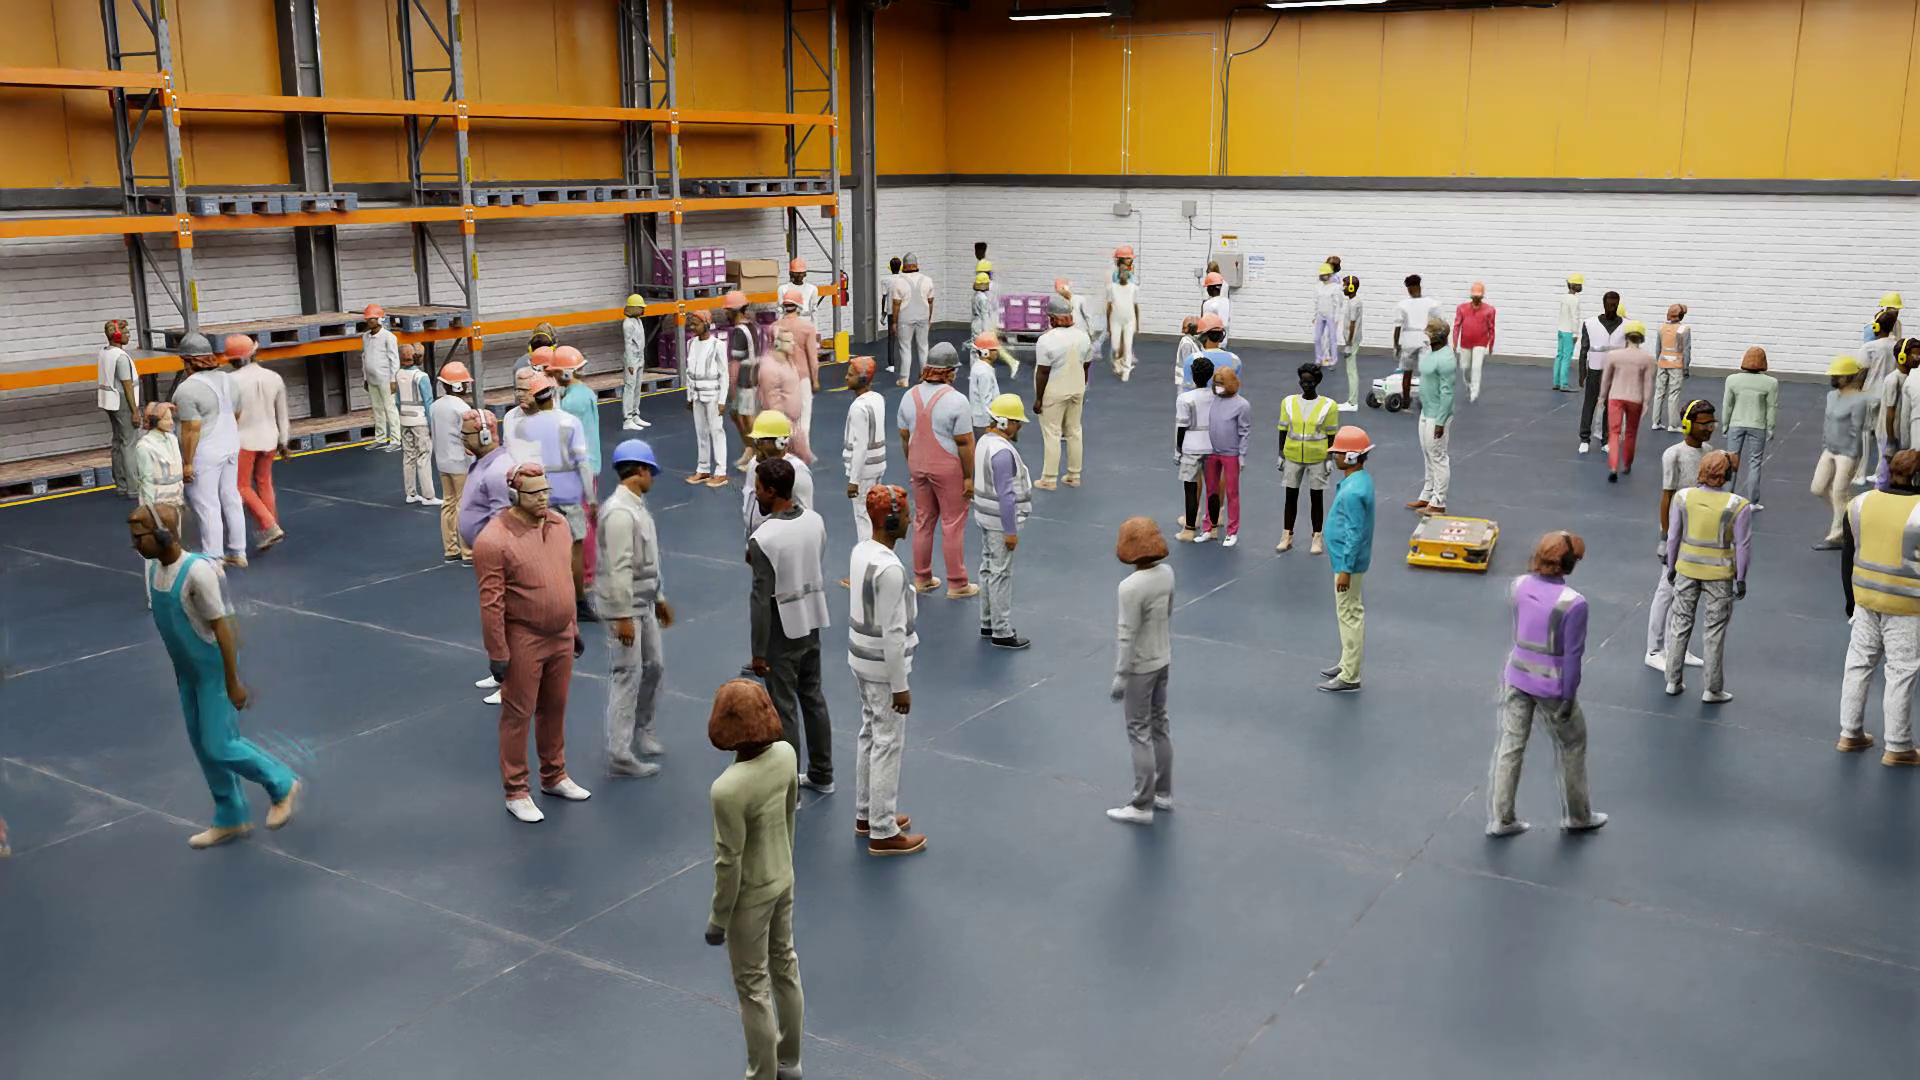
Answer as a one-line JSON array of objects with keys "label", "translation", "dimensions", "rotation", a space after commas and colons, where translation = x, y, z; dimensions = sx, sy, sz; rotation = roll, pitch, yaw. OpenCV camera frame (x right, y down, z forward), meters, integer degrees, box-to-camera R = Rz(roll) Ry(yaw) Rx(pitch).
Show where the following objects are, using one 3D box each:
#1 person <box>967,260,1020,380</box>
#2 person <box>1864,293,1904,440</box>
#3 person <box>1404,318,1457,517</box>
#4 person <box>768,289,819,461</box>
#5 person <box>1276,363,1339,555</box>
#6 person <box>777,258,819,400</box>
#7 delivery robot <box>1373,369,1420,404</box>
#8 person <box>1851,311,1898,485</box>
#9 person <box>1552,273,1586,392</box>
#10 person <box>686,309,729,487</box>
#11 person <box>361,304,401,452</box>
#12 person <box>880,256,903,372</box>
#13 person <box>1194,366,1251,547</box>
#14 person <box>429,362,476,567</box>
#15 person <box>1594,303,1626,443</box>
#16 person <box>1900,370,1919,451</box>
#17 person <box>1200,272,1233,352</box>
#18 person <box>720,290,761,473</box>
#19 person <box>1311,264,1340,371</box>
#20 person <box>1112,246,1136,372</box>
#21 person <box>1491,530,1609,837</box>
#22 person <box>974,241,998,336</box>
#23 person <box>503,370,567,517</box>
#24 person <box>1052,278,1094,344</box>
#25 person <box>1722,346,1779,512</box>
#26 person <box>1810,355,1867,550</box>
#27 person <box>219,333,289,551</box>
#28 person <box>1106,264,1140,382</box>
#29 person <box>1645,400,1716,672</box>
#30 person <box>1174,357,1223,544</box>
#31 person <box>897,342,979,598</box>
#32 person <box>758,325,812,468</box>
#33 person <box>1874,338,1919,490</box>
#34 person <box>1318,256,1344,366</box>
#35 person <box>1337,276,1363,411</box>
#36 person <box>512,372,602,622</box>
[{"label": "person", "translation": [0.520, -3.419, 25.956], "dimensions": [0.759, 1.903, 0.585], "rotation": [0, 13, 0]}, {"label": "person", "translation": [11.431, -2.153, 20.637], "dimensions": [0.585, 1.824, 0.405], "rotation": [-7, 15, -28]}, {"label": "person", "translation": [4.622, -1.194, 16.209], "dimensions": [0.374, 1.940, 0.627], "rotation": [0, 13, 1]}, {"label": "person", "translation": [-1.911, -1.882, 19.093], "dimensions": [0.625, 1.984, 0.419], "rotation": [6, 14, 24]}, {"label": "person", "translation": [3.051, -0.717, 14.669], "dimensions": [0.535, 1.697, 0.318], "rotation": [6, 14, 23]}, {"label": "person", "translation": [-2.315, -3.019, 23.892], "dimensions": [0.605, 2.045, 0.379], "rotation": [-5, 14, -21]}, {"label": "delivery robot", "translation": [6.088, -2.126, 23.079], "dimensions": [0.707, 0.478, 0.477], "rotation": [-6, 14, -23]}, {"label": "person", "translation": [9.774, -1.509, 17.762], "dimensions": [0.503, 1.861, 0.329], "rotation": [-3, 13, -12]}, {"label": "person", "translation": [9.108, -3.097, 24.848], "dimensions": [0.329, 1.765, 0.526], "rotation": [-1, 13, -3]}, {"label": "person", "translation": [-2.697, -1.510, 17.700], "dimensions": [0.578, 1.882, 0.346], "rotation": [11, 17, 39]}, {"label": "person", "translation": [-6.914, -1.927, 19.783], "dimensions": [0.572, 1.753, 0.332], "rotation": [8, 15, 31]}, {"label": "person", "translation": [-1.045, -3.677, 27.127], "dimensions": [0.520, 1.873, 0.328], "rotation": [-2, 13, -7]}, {"label": "person", "translation": [2.362, -0.758, 14.986], "dimensions": [0.498, 1.633, 0.278], "rotation": [10, 16, 37]}, {"label": "person", "translation": [-4.289, -0.652, 14.258], "dimensions": [0.562, 1.753, 0.333], "rotation": [11, 17, 41]}, {"label": "person", "translation": [8.046, -2.054, 20.425], "dimensions": [0.485, 1.719, 0.778], "rotation": [2, 13, 10]}, {"label": "person", "translation": [8.657, -0.835, 14.722], "dimensions": [0.408, 1.909, 0.642], "rotation": [-8, 15, -32]}, {"label": "person", "translation": [3.438, -2.659, 22.568], "dimensions": [0.358, 1.937, 0.544], "rotation": [12, 18, 42]}, {"label": "person", "translation": [-2.415, -1.740, 18.385], "dimensions": [0.556, 2.019, 0.632], "rotation": [1, 13, 3]}, {"label": "person", "translation": [6.001, -3.647, 27.270], "dimensions": [0.424, 1.748, 0.521], "rotation": [-10, 16, -37]}, {"label": "person", "translation": [2.681, -3.766, 27.138], "dimensions": [0.370, 2.044, 0.608], "rotation": [5, 14, 21]}, {"label": "person", "translation": [3.067, 0.738, 8.552], "dimensions": [0.729, 1.613, 0.518], "rotation": [-7, 15, -28]}, {"label": "person", "translation": [0.436, -4.544, 30.732], "dimensions": [0.522, 1.939, 0.624], "rotation": [6, 14, 25]}, {"label": "person", "translation": [-3.191, -0.331, 12.538], "dimensions": [0.647, 1.908, 0.409], "rotation": [5, 14, 20]}, {"label": "person", "translation": [1.640, -3.035, 24.736], "dimensions": [0.636, 1.694, 0.642], "rotation": [8, 15, 30]}, {"label": "person", "translation": [7.796, -1.097, 16.451], "dimensions": [0.502, 1.636, 0.280], "rotation": [10, 16, 36]}, {"label": "person", "translation": [7.827, -0.766, 14.752], "dimensions": [0.457, 1.752, 0.536], "rotation": [-2, 13, -7]}, {"label": "person", "translation": [-6.256, -0.879, 14.810], "dimensions": [0.717, 1.952, 0.640], "rotation": [8, 15, 32]}, {"label": "person", "translation": [2.552, -3.401, 26.016], "dimensions": [0.531, 1.832, 0.511], "rotation": [1, 13, 4]}, {"label": "person", "translation": [4.945, -0.032, 11.319], "dimensions": [0.532, 1.870, 0.316], "rotation": [-9, 16, -35]}, {"label": "person", "translation": [2.176, -0.811, 15.080], "dimensions": [0.532, 1.696, 0.319], "rotation": [-5, 14, -22]}, {"label": "person", "translation": [-0.122, -0.564, 13.252], "dimensions": [0.687, 2.000, 0.538], "rotation": [10, 16, 36]}, {"label": "person", "translation": [-1.674, -1.108, 15.933], "dimensions": [0.443, 1.889, 0.656], "rotation": [4, 13, 15]}, {"label": "person", "translation": [8.494, -0.899, 15.080], "dimensions": [0.328, 1.872, 0.514], "rotation": [10, 16, 36]}, {"label": "person", "translation": [6.211, -3.845, 27.937], "dimensions": [0.430, 1.836, 0.627], "rotation": [7, 15, 29]}, {"label": "person", "translation": [5.395, -2.710, 22.966], "dimensions": [0.312, 1.860, 0.503], "rotation": [3, 13, 15]}, {"label": "person", "translation": [-2.976, -0.313, 12.508], "dimensions": [0.718, 1.902, 0.345], "rotation": [2, 13, 6]}]
